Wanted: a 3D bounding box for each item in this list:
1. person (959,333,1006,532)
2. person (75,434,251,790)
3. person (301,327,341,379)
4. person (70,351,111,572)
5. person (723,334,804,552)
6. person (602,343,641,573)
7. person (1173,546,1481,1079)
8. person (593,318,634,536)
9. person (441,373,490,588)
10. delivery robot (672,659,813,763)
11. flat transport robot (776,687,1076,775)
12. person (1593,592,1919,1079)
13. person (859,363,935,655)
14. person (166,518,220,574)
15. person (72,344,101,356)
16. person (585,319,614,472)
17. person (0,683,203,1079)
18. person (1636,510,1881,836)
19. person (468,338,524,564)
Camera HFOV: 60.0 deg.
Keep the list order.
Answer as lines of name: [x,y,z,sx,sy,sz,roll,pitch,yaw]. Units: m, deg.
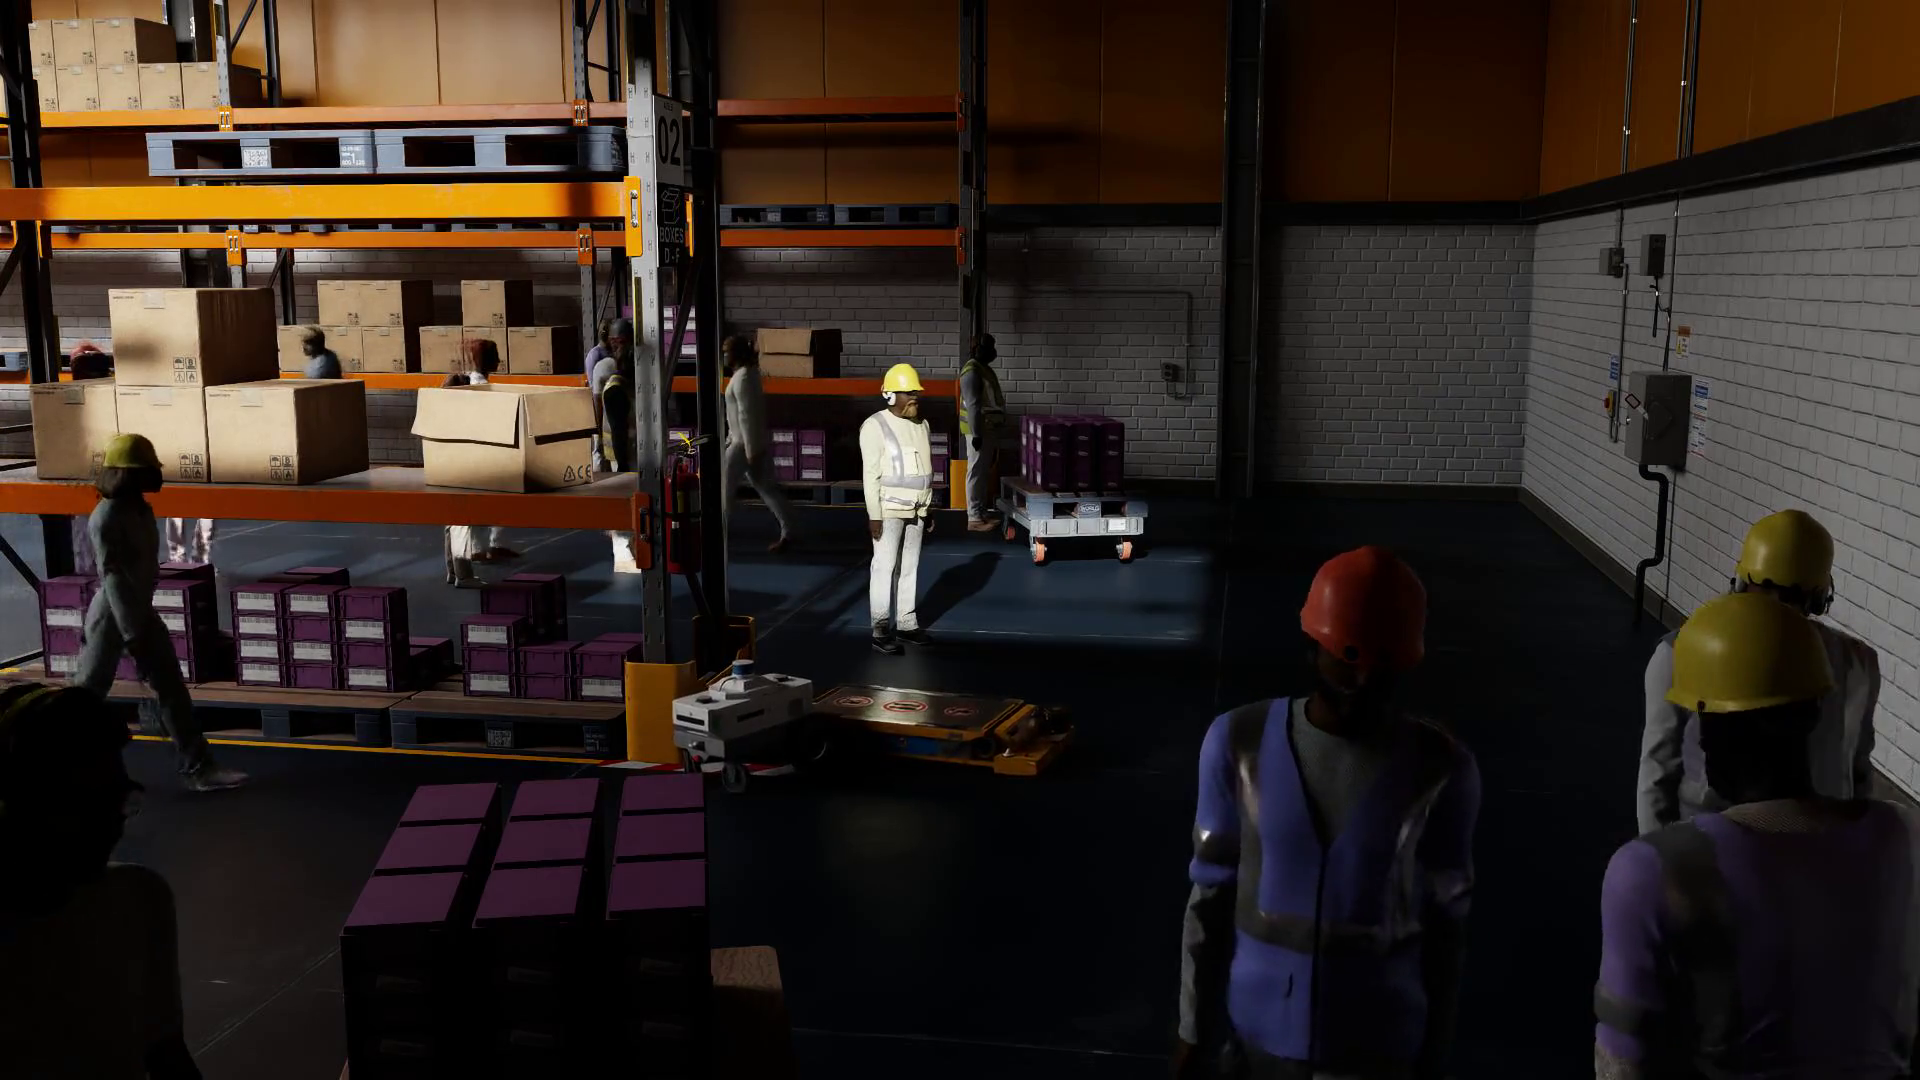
person: [0.217,-1.010,15.561,0.429,1.846,0.626,2,9,12]
person: [-3.808,0.357,7.563,0.918,1.686,0.505,1,9,3]
person: [-6.125,-1.120,16.129,0.375,1.896,0.709,-1,9,-5]
person: [-5.650,-0.284,10.903,0.400,1.902,0.647,-6,11,-34]
person: [-1.813,-0.804,14.176,1.011,1.895,0.639,0,9,2]
person: [-2.653,-0.664,13.426,0.429,1.839,0.634,0,9,1]
person: [0.743,0.929,3.388,0.572,1.905,0.835,3,10,18]
person: [-2.975,-1.021,15.020,0.692,2.000,0.609,-5,10,-29]
person: [-3.820,-0.452,12.713,0.306,1.645,0.521,-5,10,-28]
delivery robot: [-1.032,0.815,7.936,0.477,0.478,0.707,7,11,37]
flat transport robot: [-0.196,0.935,8.361,1.431,0.197,0.652,3,10,20]
person: [1.318,1.038,2.680,0.627,1.897,0.634,-1,9,-4]
person: [-0.370,-0.204,10.585,0.403,1.835,0.587,7,12,38]
person: [-6.080,-0.666,13.051,0.517,1.981,0.654,8,12,42]
person: [-6.431,-0.514,12.365,0.548,1.893,1.004,-3,9,-15]
person: [-3.574,-1.274,16.918,0.373,1.936,0.629,1,9,9]
person: [-1.228,1.119,2.396,0.912,1.825,0.538,4,10,24]
person: [2.030,0.823,4.245,0.588,1.827,0.404,1,9,3]
person: [-3.859,-0.724,13.730,0.573,1.868,0.580,-6,11,-33]
